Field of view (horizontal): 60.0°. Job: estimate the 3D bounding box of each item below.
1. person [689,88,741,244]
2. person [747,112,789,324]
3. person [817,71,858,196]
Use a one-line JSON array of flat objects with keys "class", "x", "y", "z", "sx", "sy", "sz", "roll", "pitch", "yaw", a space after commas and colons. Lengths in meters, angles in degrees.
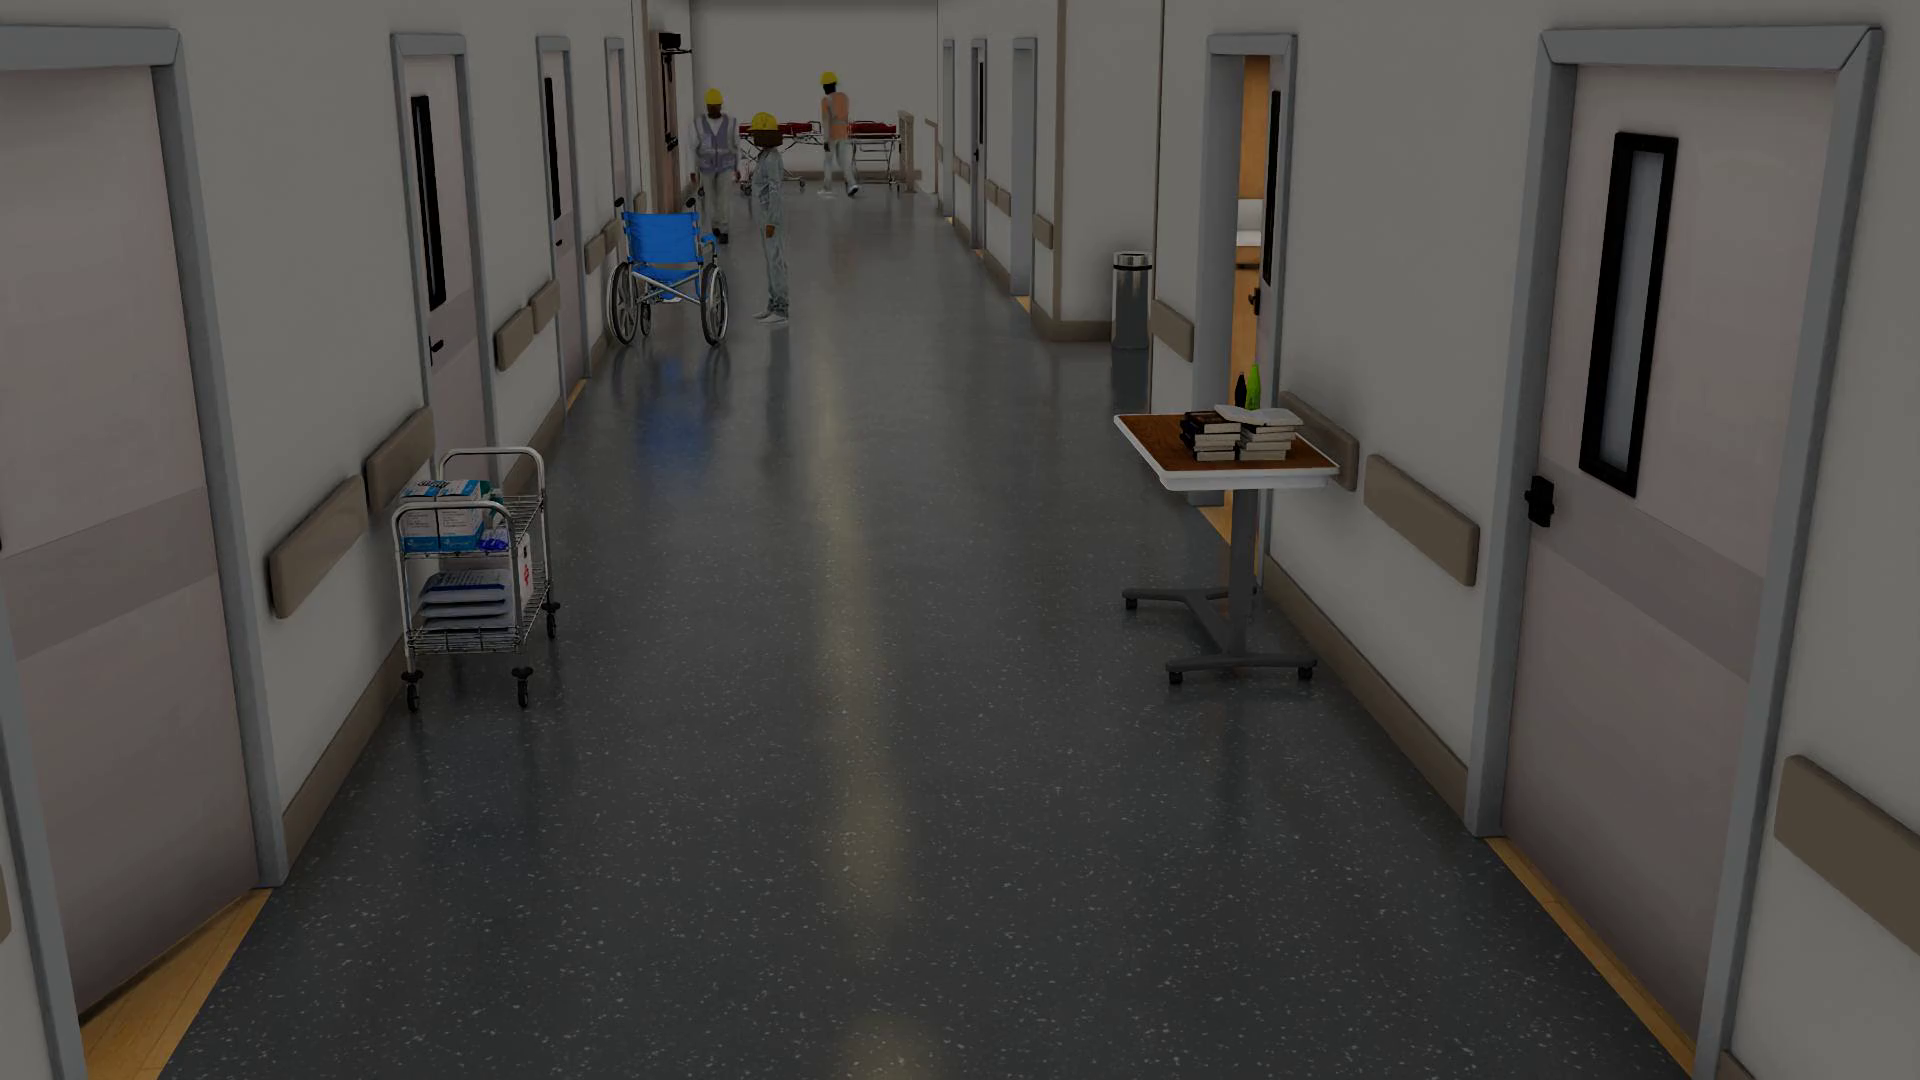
[{"class": "person", "x": -2.906, "y": -4.443, "z": 19.748, "sx": 0.612, "sy": 1.783, "sz": 0.947, "roll": -2, "pitch": 17, "yaw": -6}, {"class": "person", "x": -1.615, "y": -2.693, "z": 13.960, "sx": 0.297, "sy": 1.744, "sz": 0.487, "roll": -4, "pitch": 17, "yaw": -14}, {"class": "person", "x": -1.925, "y": -6.221, "z": 25.515, "sx": 0.693, "sy": 1.893, "sz": 0.604, "roll": 16, "pitch": 23, "yaw": 42}]
